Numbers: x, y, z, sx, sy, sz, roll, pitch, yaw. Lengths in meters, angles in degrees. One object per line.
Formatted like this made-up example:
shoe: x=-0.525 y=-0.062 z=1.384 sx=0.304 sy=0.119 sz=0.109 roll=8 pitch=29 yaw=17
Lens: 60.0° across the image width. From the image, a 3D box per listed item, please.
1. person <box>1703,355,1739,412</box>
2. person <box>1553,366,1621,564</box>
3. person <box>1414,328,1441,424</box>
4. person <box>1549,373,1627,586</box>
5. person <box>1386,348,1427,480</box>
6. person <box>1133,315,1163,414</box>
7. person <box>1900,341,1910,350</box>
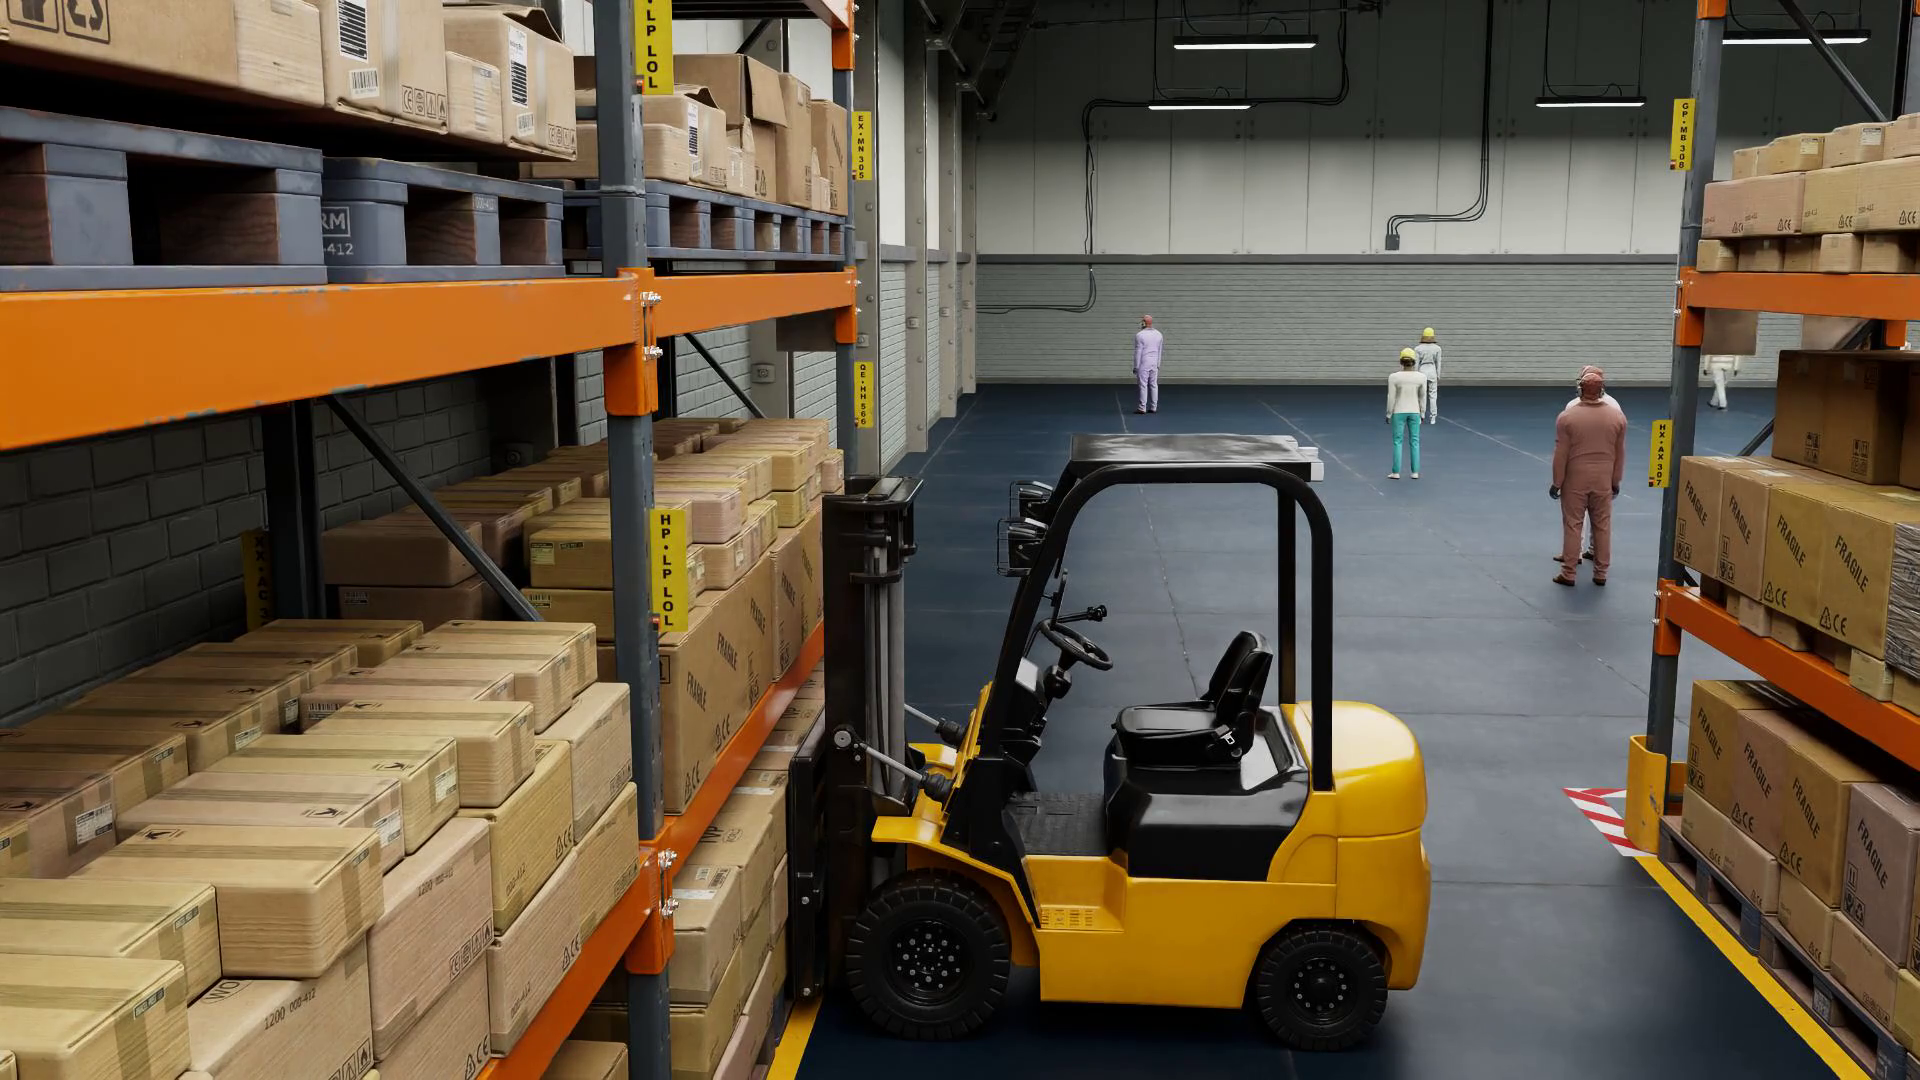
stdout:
person: x=14.994 y=-3.431 z=32.816 sx=0.612 sy=1.783 sz=0.919 roll=-1 pitch=9 yaw=-5
person: x=6.017 y=-0.723 z=16.030 sx=0.654 sy=1.906 sz=0.407 roll=-4 pitch=10 yaw=-25
person: x=8.461 y=-2.973 z=30.159 sx=0.487 sy=1.744 sz=0.296 roll=1 pitch=9 yaw=4
person: x=5.598 y=-0.535 z=14.884 sx=0.639 sy=1.910 sz=0.406 roll=0 pitch=9 yaw=0
person: x=5.976 y=-1.688 z=22.305 sx=0.535 sy=1.766 sz=0.310 roll=0 pitch=9 yaw=-1
person: x=3.603 y=-3.389 z=32.173 sx=0.641 sy=1.913 sz=0.408 roll=-7 pitch=11 yaw=-35
person: x=18.686 y=-3.423 z=33.231 sx=0.508 sy=1.629 sz=0.317 roll=1 pitch=9 yaw=8
